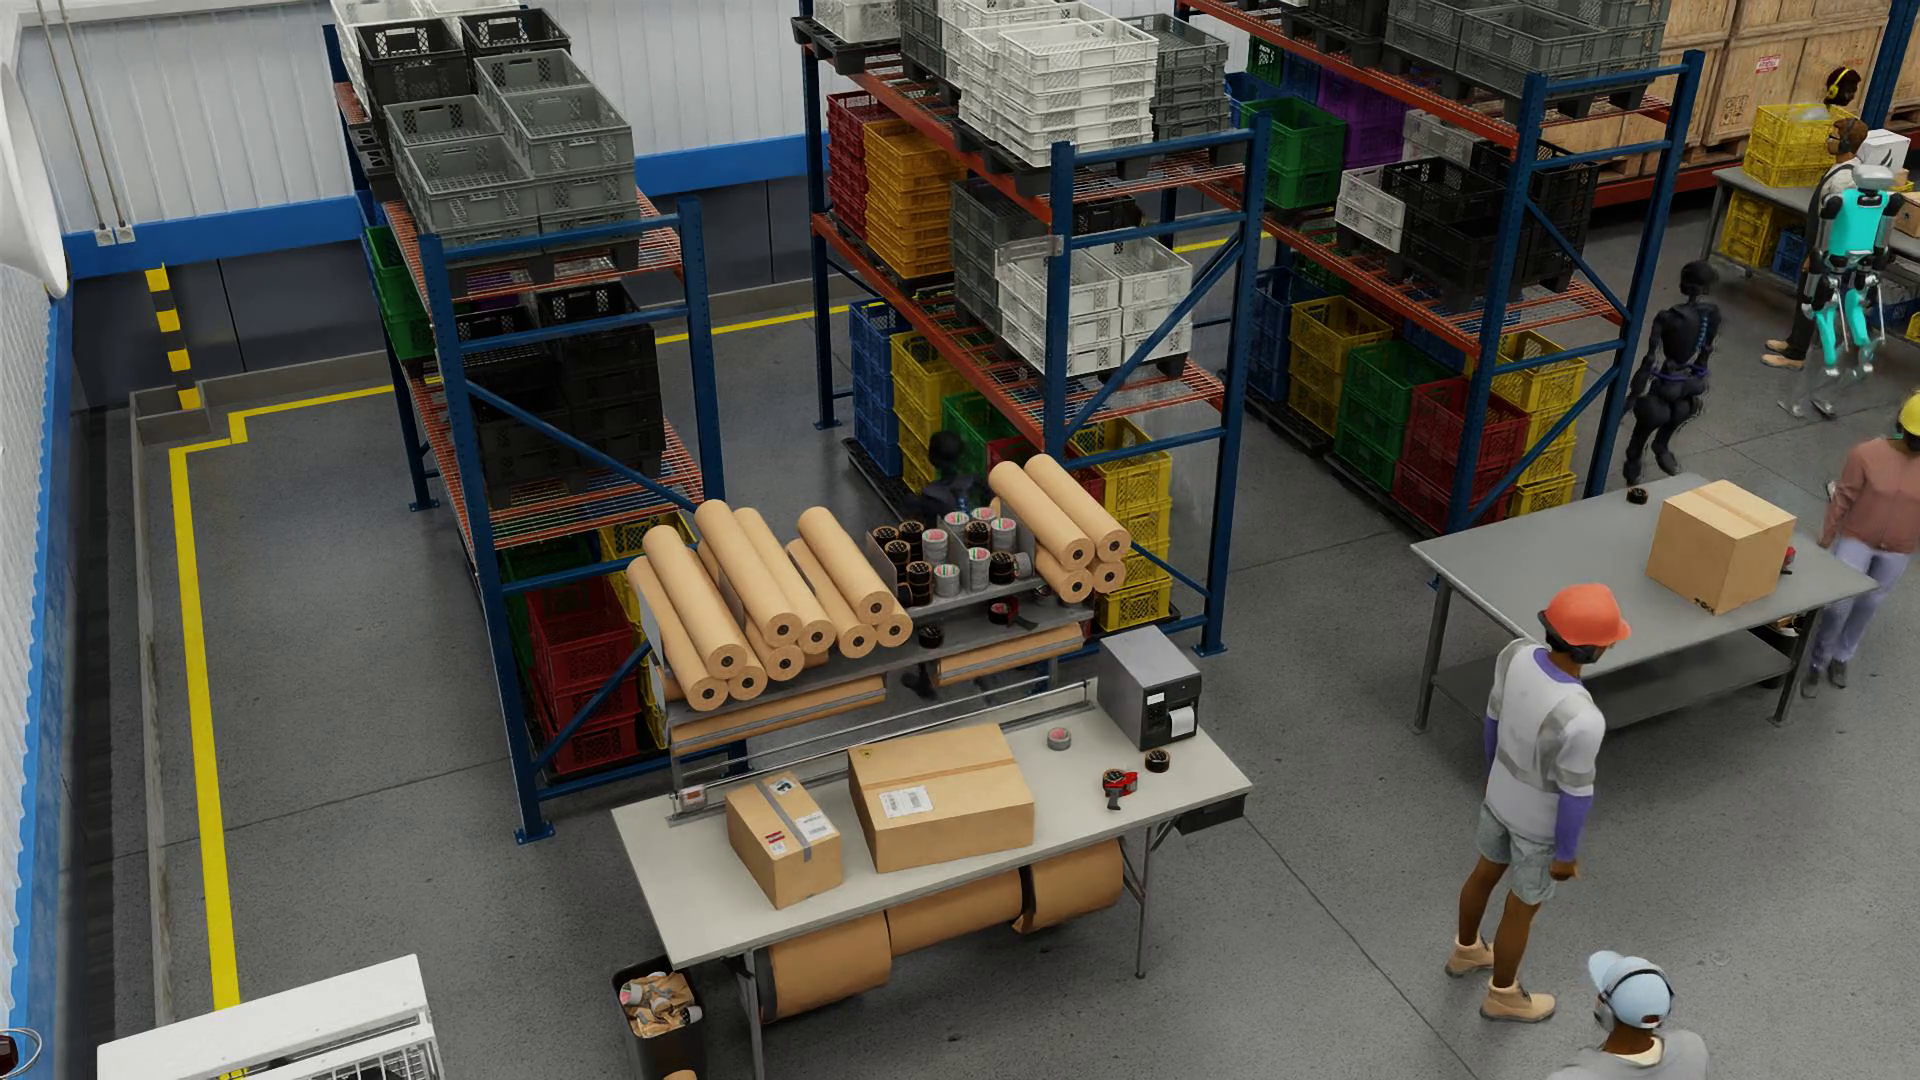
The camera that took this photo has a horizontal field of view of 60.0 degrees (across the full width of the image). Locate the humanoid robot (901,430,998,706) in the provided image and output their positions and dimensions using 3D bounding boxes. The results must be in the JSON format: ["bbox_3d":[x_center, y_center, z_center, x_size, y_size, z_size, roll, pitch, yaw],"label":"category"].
[{"bbox_3d":[-0.033,0.206,8.340,0.609,1.636,0.761,-20,37,-30],"label":"humanoid robot"}]

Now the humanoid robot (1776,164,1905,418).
[{"bbox_3d":[5.959,-1.569,11.083,0.541,1.767,0.674,-3,32,-4],"label":"humanoid robot"}]

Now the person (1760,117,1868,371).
[{"bbox_3d":[6.142,-2.112,11.895,0.336,1.844,0.510,17,36,26],"label":"person"}]

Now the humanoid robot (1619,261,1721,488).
[{"bbox_3d":[4.300,-0.870,10.044,0.612,1.647,0.434,-14,34,-21],"label":"humanoid robot"}]

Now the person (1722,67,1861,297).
[{"bbox_3d":[6.645,-2.861,13.165,0.545,1.798,0.991,-23,38,-32],"label":"person"}]

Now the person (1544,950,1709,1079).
[{"bbox_3d":[1.944,1.999,5.215,0.598,1.850,0.385,-12,34,-19],"label":"person"}]

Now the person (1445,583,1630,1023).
[{"bbox_3d":[2.283,1.039,6.593,0.391,2.044,0.607,-7,32,-12],"label":"person"}]

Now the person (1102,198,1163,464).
[{"bbox_3d":[1.015,-1.270,10.517,0.548,1.856,0.403,-13,34,-20],"label":"person"}]

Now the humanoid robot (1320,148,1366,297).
[{"bbox_3d":[3.066,-2.650,12.920,0.370,1.650,0.609,-26,40,-35],"label":"humanoid robot"}]

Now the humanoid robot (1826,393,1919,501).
[{"bbox_3d":[5.828,-0.887,10.064,0.883,1.825,0.548,18,36,27],"label":"humanoid robot"}]

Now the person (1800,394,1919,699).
[{"bbox_3d":[4.682,0.055,8.462,0.538,1.747,0.590,10,33,15],"label":"person"}]

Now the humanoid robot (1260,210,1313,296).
[{"bbox_3d":[2.550,-2.498,12.693,0.396,1.633,0.619,6,32,9],"label":"humanoid robot"}]
